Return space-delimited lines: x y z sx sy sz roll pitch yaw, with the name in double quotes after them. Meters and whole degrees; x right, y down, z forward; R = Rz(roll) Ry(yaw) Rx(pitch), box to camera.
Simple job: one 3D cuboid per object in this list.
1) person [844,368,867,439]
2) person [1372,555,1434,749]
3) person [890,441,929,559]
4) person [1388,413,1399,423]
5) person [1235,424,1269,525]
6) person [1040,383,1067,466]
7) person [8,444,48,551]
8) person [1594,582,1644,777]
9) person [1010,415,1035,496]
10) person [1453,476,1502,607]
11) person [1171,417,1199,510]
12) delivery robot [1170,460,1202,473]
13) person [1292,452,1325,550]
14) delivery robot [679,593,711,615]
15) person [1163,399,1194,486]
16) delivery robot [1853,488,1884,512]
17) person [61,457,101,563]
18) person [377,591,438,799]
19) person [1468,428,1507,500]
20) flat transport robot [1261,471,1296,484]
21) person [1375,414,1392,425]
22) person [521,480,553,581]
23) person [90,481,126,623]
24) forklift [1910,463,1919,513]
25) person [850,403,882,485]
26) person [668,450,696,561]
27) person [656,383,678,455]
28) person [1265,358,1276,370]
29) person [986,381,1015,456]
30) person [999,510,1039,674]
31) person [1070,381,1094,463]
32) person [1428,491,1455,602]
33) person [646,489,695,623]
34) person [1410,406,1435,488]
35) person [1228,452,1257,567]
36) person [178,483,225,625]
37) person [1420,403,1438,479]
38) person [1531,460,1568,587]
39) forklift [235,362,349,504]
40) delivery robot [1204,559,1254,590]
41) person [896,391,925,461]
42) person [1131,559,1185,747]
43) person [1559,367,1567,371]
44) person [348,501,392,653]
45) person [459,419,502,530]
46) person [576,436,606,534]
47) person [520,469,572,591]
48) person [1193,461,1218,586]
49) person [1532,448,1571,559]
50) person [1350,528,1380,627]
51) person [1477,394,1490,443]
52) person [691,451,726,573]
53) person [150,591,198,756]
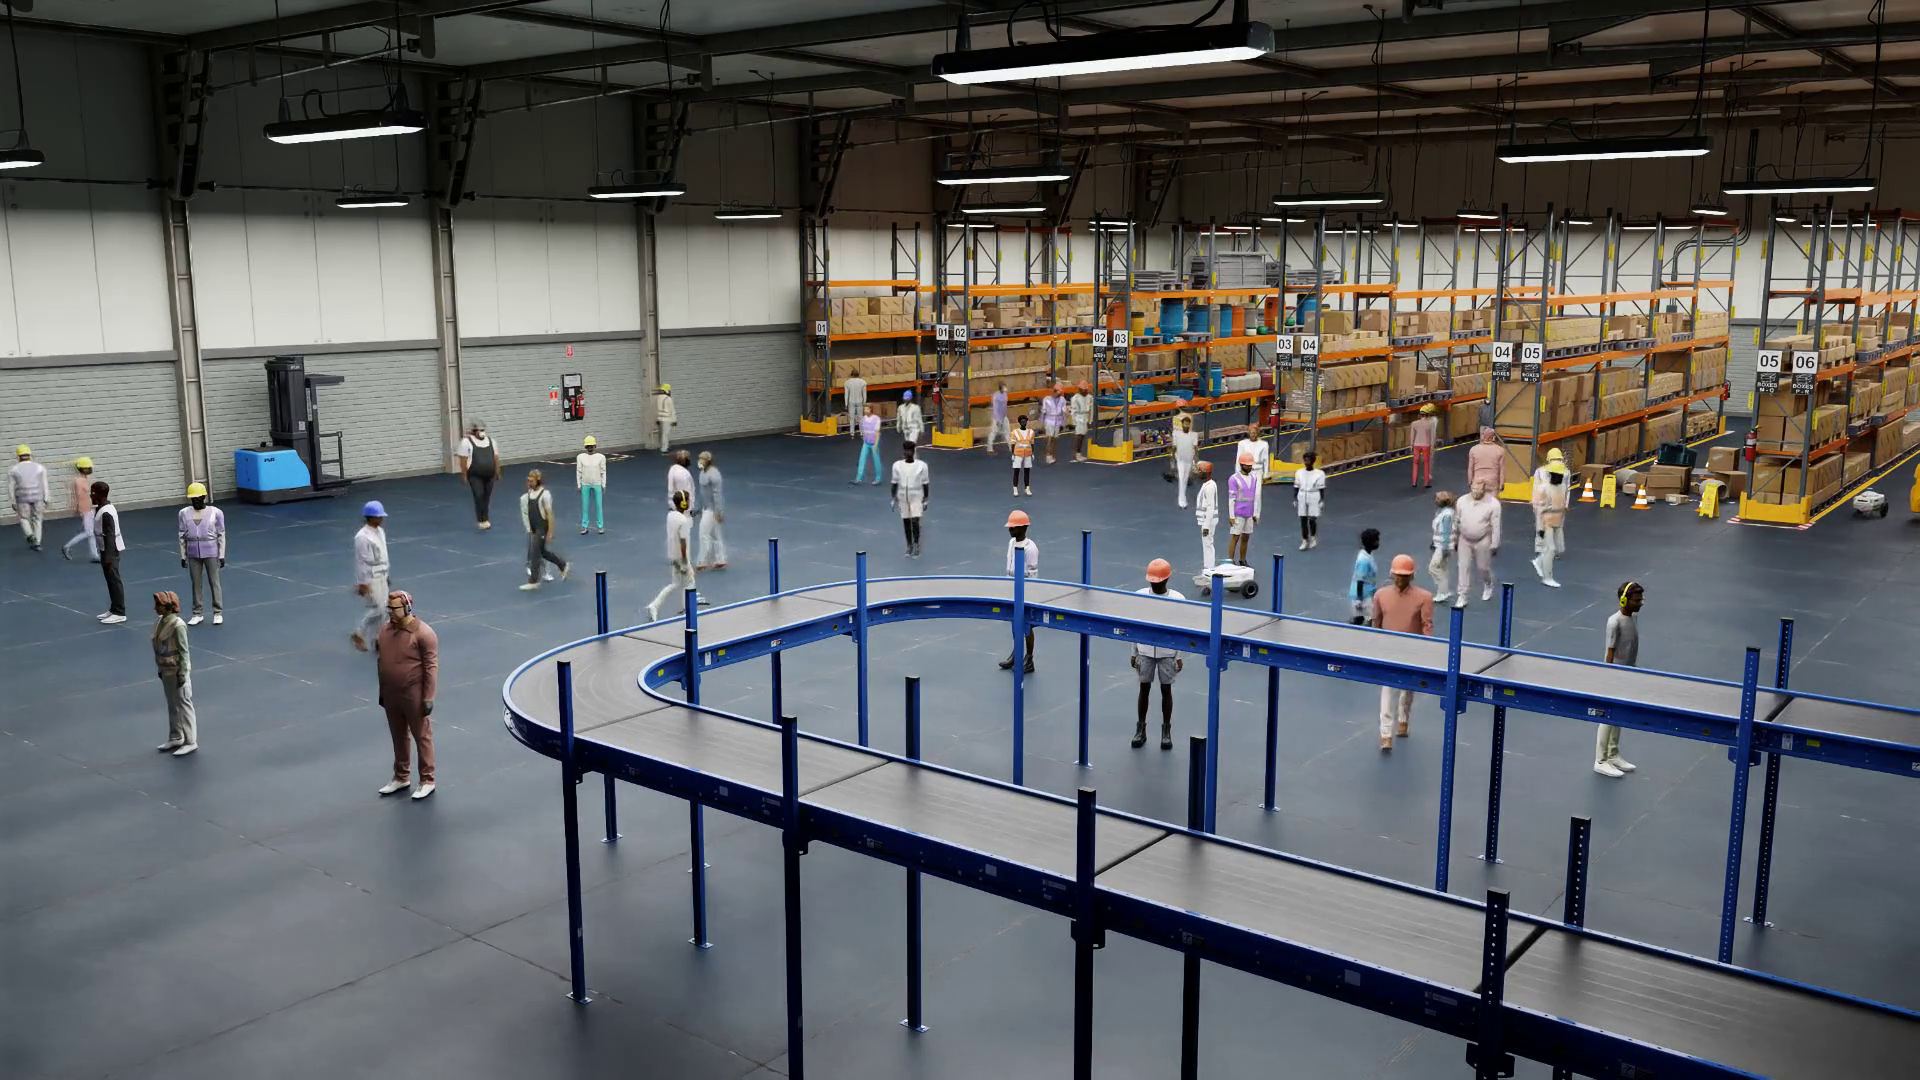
-2.885 -3.763 43.188 0.627 1.941 0.370 -2 10 -12 "person"
4.449 1.109 15.789 0.619 1.958 0.896 3 11 19 "person"
-0.849 -0.662 25.721 0.605 1.938 0.746 3 10 15 "person"
12.587 -4.059 45.237 0.905 1.808 0.635 -9 14 -42 "person"
5.393 -1.198 28.988 0.587 1.864 0.705 3 11 17 "person"
2.276 -2.769 37.518 0.629 1.964 0.993 -4 11 -22 "person"
-15.668 -0.706 26.347 0.599 1.817 0.505 -10 14 -44 "person"
6.288 1.308 14.877 0.312 1.865 0.515 10 14 43 "person"
1.307 -1.765 32.623 0.537 1.696 0.318 -3 10 -16 "person"
7.366 -0.001 22.266 0.658 1.866 0.937 7 12 33 "person"
4.465 -1.523 30.965 0.493 1.805 0.992 -1 10 -6 "person"
5.092 -1.669 35.151 0.707 0.478 0.477 -1 10 -4 "delivery robot"
5.871 -0.652 26.398 0.547 1.679 0.381 7 12 35 "person"
-3.454 0.808 20.481 0.335 0.223 0.698 1 10 7 "delivery robot"
4.826 -2.150 34.243 0.567 1.882 1.009 -5 11 -27 "person"
17.441 -0.755 30.009 0.707 0.478 0.477 -9 13 -42 "delivery robot"
-14.166 -0.476 25.231 0.555 1.752 0.527 -2 10 -13 "person"
-5.051 1.397 14.229 0.639 1.911 0.406 5 11 24 "person"
9.426 -1.045 27.985 0.652 1.906 0.403 5 11 26 "person"
7.221 -1.398 34.689 1.431 0.197 0.652 -1 10 -6 "flat transport robot"
12.726 -4.236 46.774 0.522 1.606 0.678 10 14 44 "person"
-6.527 -0.202 24.114 0.484 1.590 0.814 -5 11 -28 "person"
-11.543 0.153 21.204 0.392 1.920 0.591 -7 12 -34 "person"
19.034 -1.348 28.998 2.313 2.155 1.214 8 13 37 "forklift"
-2.017 -2.066 34.018 0.571 1.808 0.901 8 13 37 "person"
-4.512 -0.551 25.440 0.447 1.829 0.644 -5 11 -25 "person"
-7.378 -3.058 39.573 0.622 1.810 0.591 -9 13 -41 "person"
10.653 -5.406 53.381 0.519 1.598 0.713 5 11 25 "person"
1.079 -3.028 39.184 1.033 1.884 0.653 6 12 32 "person"
0.695 0.607 18.596 0.356 1.937 0.552 -6 12 -30 "person"
2.975 -2.876 38.087 0.607 1.992 0.719 -6 12 -32 "person"
6.854 0.101 22.306 0.371 1.622 0.545 2 10 12 "person"
-3.816 0.239 20.941 0.759 1.846 0.527 -8 13 -40 "person"
10.011 -2.023 33.878 0.526 1.768 0.330 6 12 29 "person"
4.423 -0.414 24.341 0.551 1.935 0.375 -7 12 -33 "person"
-10.175 0.181 21.018 0.586 1.928 0.364 -2 10 -9 "person"
10.519 -2.218 35.133 0.357 1.720 0.486 -3 11 -18 "person"
8.884 -0.266 23.579 0.591 1.910 0.543 -6 11 -29 "person"
-13.803 -2.244 32.110 1.129 2.768 1.873 8 13 37 "forklift"
3.917 0.524 22.810 0.707 0.478 0.477 -3 11 -19 "delivery robot"
-1.179 -2.552 36.608 0.676 1.870 1.080 6 12 31 "person"
1.976 1.127 15.695 0.543 1.928 0.374 3 10 14 "person"
17.625 -4.240 45.886 0.551 1.932 0.378 7 12 34 "person"
-7.265 0.465 19.411 0.467 1.933 0.620 0 10 0 "person"
-8.656 -1.187 28.519 0.804 2.000 0.704 10 14 44 "person"
-6.609 -0.990 28.066 0.523 1.769 0.310 -2 10 -9 "person"
-6.217 -0.185 23.420 0.840 1.817 0.515 -10 14 -43 "person"
3.716 -0.255 23.593 0.355 1.886 0.572 1 10 7 "person"
9.698 -0.596 25.655 0.601 1.832 0.404 1 10 7 "person"
4.935 0.682 18.916 0.512 1.675 0.531 2 10 13 "person"
13.009 -2.794 38.591 0.499 1.634 0.280 7 12 33 "person"
-4.041 -0.437 24.539 0.813 1.912 0.646 -5 11 -25 "person"
-7.790 1.306 15.492 0.512 1.642 0.311 8 13 39 "person"
